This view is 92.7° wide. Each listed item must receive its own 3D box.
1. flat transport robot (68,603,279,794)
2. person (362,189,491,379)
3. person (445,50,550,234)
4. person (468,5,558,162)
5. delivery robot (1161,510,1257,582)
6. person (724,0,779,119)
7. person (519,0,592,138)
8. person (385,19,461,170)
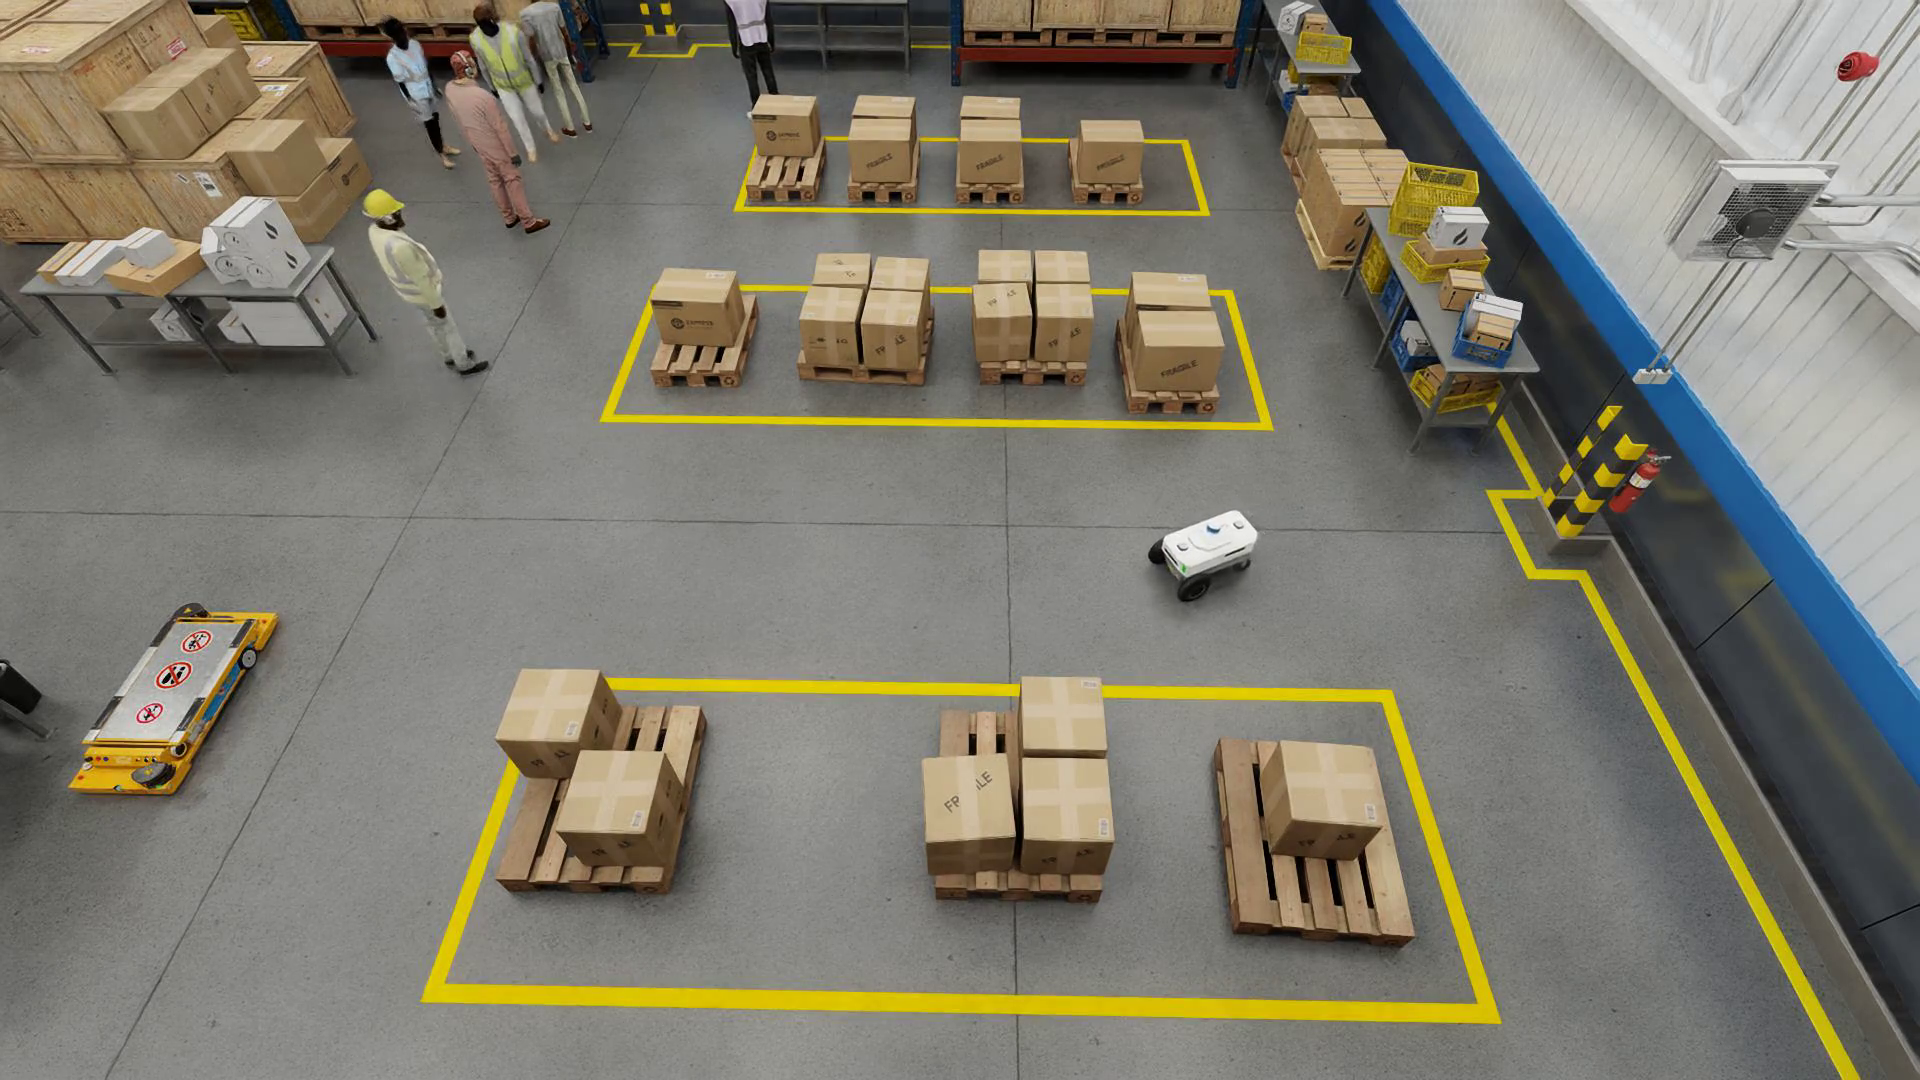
[{"bbox_3d":[-5.504,1.072,6.442,0.652,0.197,1.431,1,50,1],"label":"flat transport robot"},{"bbox_3d":[-4.852,-2.276,8.260,0.592,1.832,0.403,34,57,25],"label":"person"},{"bbox_3d":[-5.020,-4.268,9.897,0.651,1.906,0.403,21,53,17],"label":"person"},{"bbox_3d":[-5.376,-5.529,11.034,0.644,1.808,0.652,-13,51,-10],"label":"person"},{"bbox_3d":[1.919,0.033,7.076,0.707,0.478,0.477,-20,53,-16],"label":"delivery robot"},{"bbox_3d":[-2.618,-6.331,11.639,0.591,1.912,0.383,-26,54,-20],"label":"person"},{"bbox_3d":[-5.029,-5.978,11.370,0.510,1.868,0.328,-32,57,-24],"label":"person"},{"bbox_3d":[-6.403,-5.327,10.945,0.505,1.674,0.541,11,51,9],"label":"person"}]
